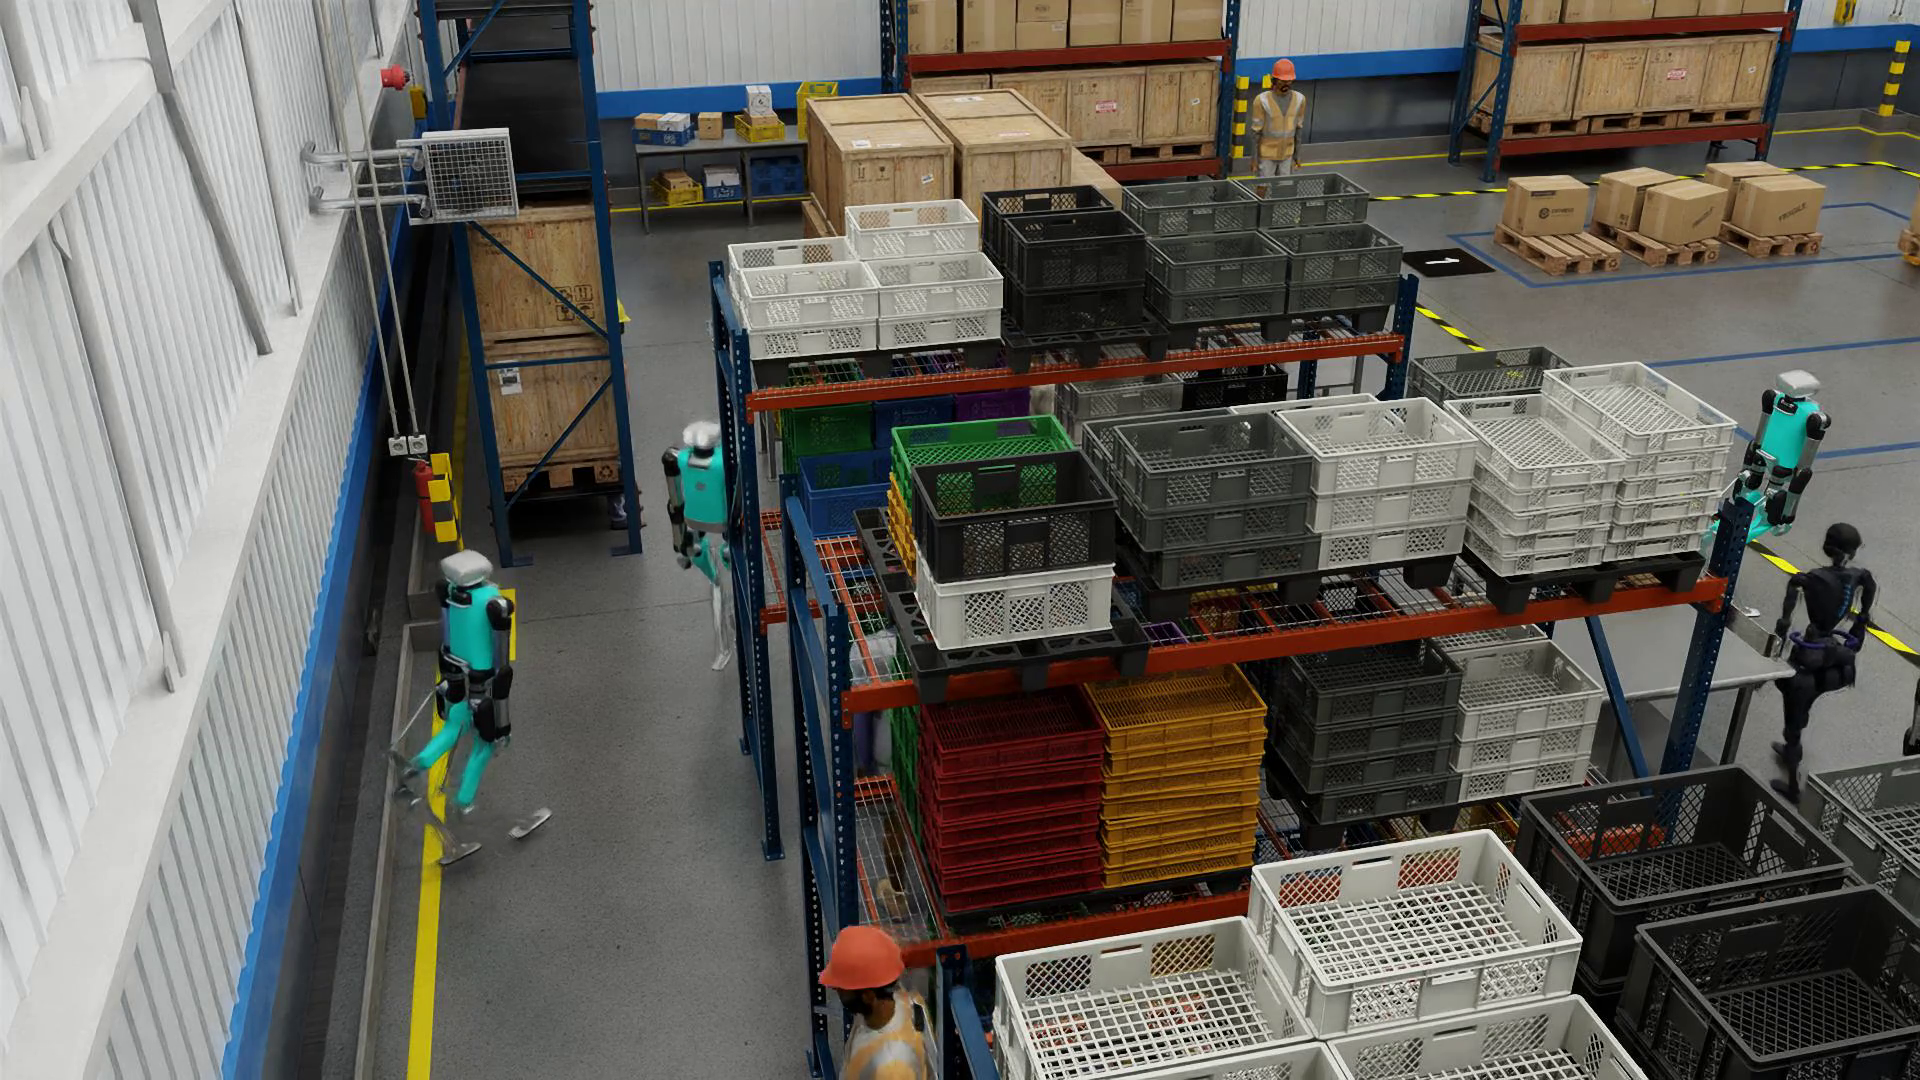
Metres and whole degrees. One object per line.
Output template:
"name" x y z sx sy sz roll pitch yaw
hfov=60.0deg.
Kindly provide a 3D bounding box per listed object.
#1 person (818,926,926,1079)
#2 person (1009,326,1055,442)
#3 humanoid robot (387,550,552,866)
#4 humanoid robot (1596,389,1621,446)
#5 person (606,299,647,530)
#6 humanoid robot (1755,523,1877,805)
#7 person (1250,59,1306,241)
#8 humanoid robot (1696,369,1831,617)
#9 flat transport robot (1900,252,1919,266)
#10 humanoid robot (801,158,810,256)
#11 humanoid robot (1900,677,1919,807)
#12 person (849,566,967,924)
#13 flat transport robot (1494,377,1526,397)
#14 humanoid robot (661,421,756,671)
"person" -0.353 2.210 6.092 0.590 1.906 0.552 -1 28 -2
"person" 0.476 -0.645 11.591 0.341 1.838 0.505 -24 36 -38
"humanoid robot" -2.645 0.960 8.638 0.541 1.738 0.924 20 34 33
"humanoid robot" 3.943 -0.205 10.891 0.835 1.794 0.536 25 37 38
"person" -2.521 -0.925 12.206 0.337 1.761 0.522 -9 29 -16
"humanoid robot" 4.743 0.653 9.314 0.610 1.638 0.633 -4 28 -8
"person" 3.451 -4.206 18.126 0.606 2.043 0.375 -7 29 -14
"humanoid robot" 5.108 -0.276 10.850 0.735 1.677 0.533 -7 29 -13
"flat transport robot" 10.621 -2.841 17.407 0.652 0.197 1.431 -4 28 -8
"humanoid robot" -1.477 -3.905 17.965 0.582 1.640 0.600 -14 31 -25
"humanoid robot" 4.974 1.176 8.260 0.551 1.725 0.994 21 34 34
"person" -0.249 0.991 8.285 0.604 2.034 0.414 -7 29 -13
"flat transport robot" 4.780 -1.036 14.013 0.659 0.231 1.431 -6 28 -12
"humanoid robot" -1.480 -0.031 10.599 0.555 1.812 0.937 6 28 10
